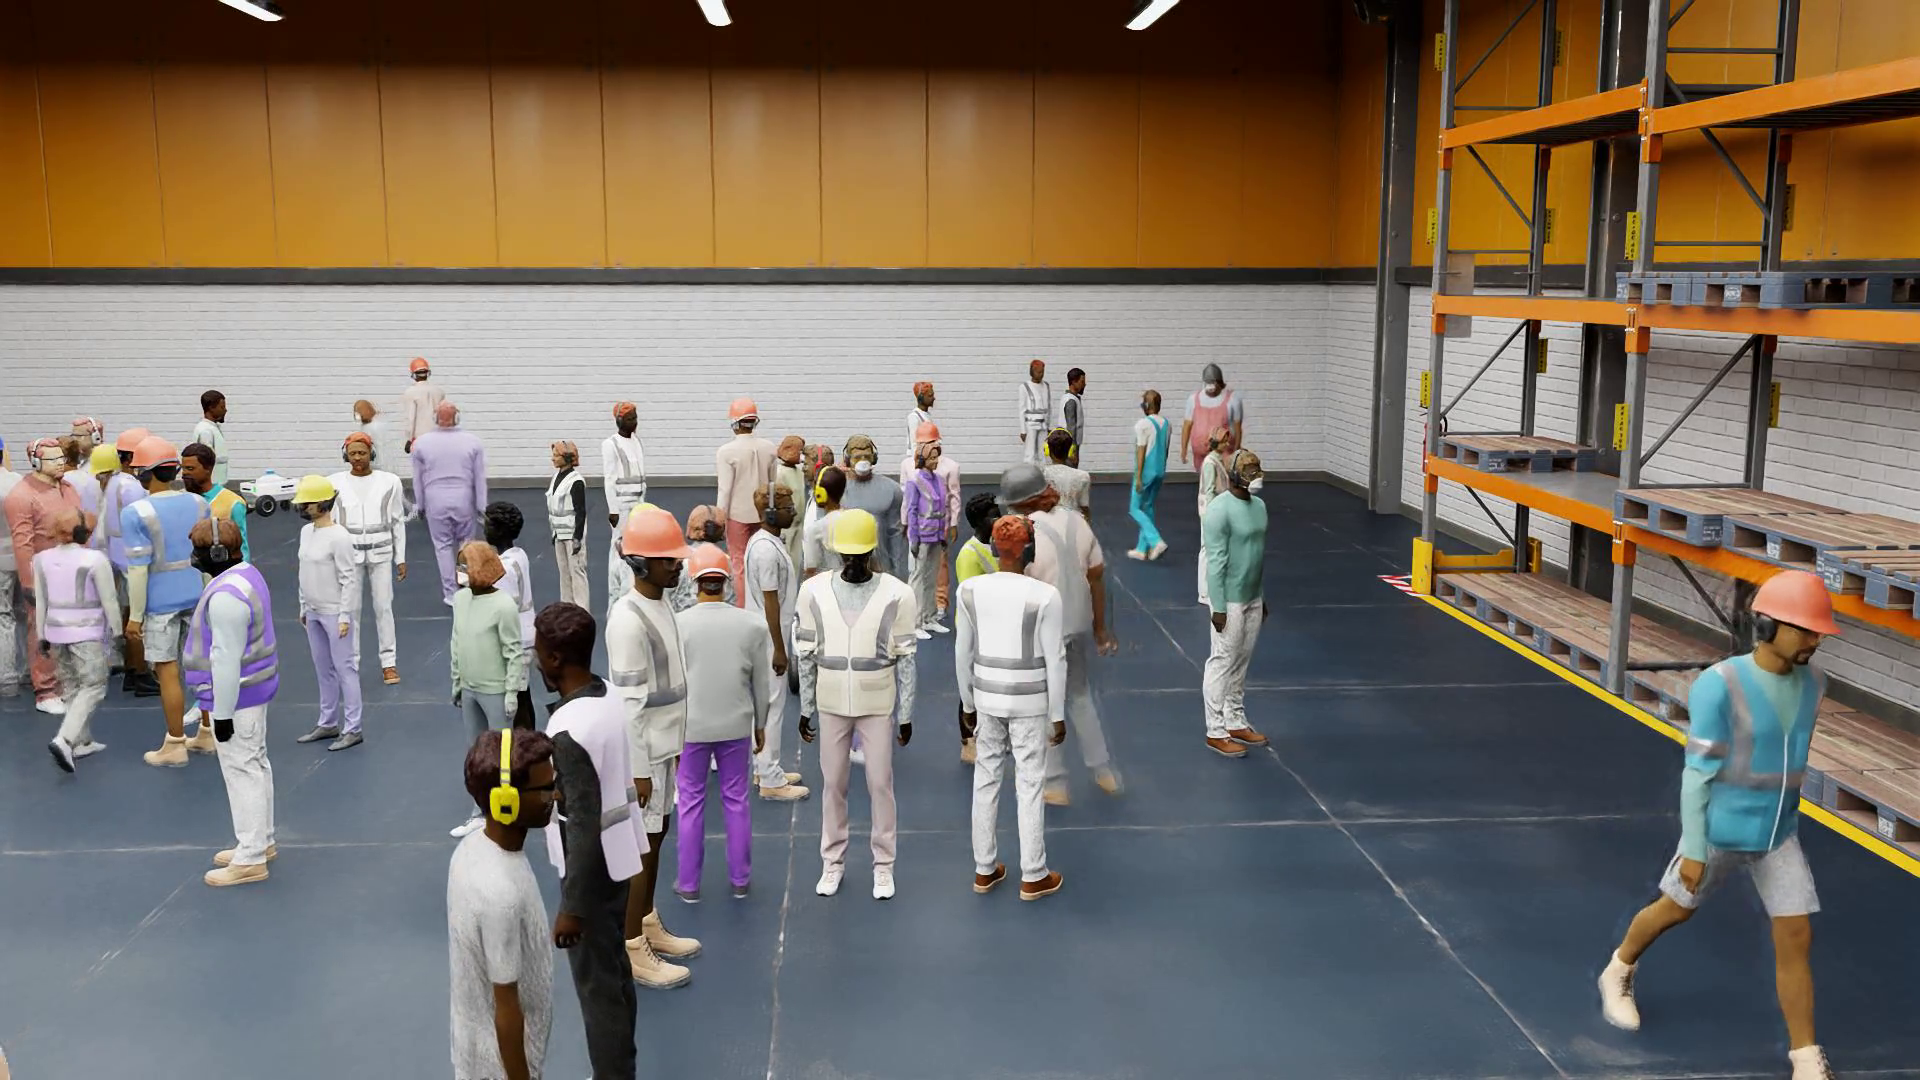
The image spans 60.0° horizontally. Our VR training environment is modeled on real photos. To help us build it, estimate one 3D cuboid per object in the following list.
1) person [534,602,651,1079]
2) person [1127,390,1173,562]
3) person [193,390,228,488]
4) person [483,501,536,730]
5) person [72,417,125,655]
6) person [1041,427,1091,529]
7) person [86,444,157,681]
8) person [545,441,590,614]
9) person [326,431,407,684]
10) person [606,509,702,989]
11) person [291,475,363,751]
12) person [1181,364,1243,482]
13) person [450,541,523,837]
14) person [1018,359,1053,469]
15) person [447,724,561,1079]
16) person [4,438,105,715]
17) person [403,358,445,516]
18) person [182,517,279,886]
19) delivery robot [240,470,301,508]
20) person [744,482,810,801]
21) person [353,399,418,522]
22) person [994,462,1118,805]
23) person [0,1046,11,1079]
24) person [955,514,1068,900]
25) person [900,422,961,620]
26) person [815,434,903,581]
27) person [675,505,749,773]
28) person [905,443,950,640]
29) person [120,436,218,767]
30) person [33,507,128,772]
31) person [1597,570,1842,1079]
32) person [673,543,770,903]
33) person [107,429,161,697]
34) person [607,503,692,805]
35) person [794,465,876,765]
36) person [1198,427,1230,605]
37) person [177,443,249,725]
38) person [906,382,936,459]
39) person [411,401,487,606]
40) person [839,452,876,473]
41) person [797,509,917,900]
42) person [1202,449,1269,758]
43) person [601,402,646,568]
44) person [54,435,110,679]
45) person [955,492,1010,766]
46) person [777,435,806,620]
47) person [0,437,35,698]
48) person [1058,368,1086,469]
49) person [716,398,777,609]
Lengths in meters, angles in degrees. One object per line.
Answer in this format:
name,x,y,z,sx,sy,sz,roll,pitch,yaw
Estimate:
person,-1.283,1.156,5.791,0.395,1.917,0.590,0,9,-3
person,2.000,-0.654,17.452,0.564,1.821,0.798,-6,11,-35
person,-7.318,-0.508,16.274,0.388,1.910,0.591,-3,10,-20
person,-2.684,0.610,9.906,0.319,1.697,0.532,-1,9,-8
person,-6.877,-0.026,13.243,0.652,1.906,0.405,4,10,23
person,0.755,0.067,12.773,0.531,1.871,0.322,-1,9,-4
person,-6.201,0.191,12.231,0.660,1.791,0.598,-5,10,-29
person,-3.313,-0.026,14.076,0.309,1.641,0.512,-7,11,-37
person,-4.386,0.142,12.262,0.584,1.882,0.348,-3,10,-20
person,-1.297,0.878,7.138,0.388,2.041,0.615,0,9,2
person,-4.059,0.460,10.636,0.529,1.767,0.308,7,11,36
person,3.003,-1.149,19.871,0.695,2.000,1.030,4,10,24
person,-2.527,0.809,8.850,0.509,1.632,0.268,7,11,36
person,1.039,-1.541,22.860,0.588,1.874,0.353,-8,12,-41
person,-1.184,1.400,4.410,0.310,1.868,0.533,-4,10,-23
person,-6.278,0.241,11.564,0.407,1.908,0.641,1,9,5
person,-6.744,-1.296,20.951,0.392,1.991,0.612,6,11,33
person,-3.644,0.792,8.335,0.429,1.837,0.626,-2,9,-15
delivery robot,-8.740,-0.650,21.098,0.477,0.478,0.707,6,11,32
person,-1.073,0.581,9.624,0.345,1.846,0.506,-2,9,-12
person,-6.839,-0.892,19.700,0.510,1.594,0.735,7,12,38
person,0.500,0.495,9.549,0.779,2.000,0.571,-8,12,-41
person,-3.125,1.353,4.998,0.561,1.781,0.967,2,9,15
person,0.256,0.808,8.080,0.575,1.883,0.355,5,10,26
person,-0.275,-0.167,14.599,0.565,1.752,0.338,3,9,17
person,-0.687,0.232,11.525,0.635,1.939,0.367,-3,10,-20
person,-1.544,0.599,10.159,0.514,1.639,0.310,7,12,39
person,-0.279,0.000,13.914,0.306,1.640,0.521,5,10,29
person,-4.889,0.381,10.259,0.394,2.044,0.609,4,10,24
person,-5.444,0.605,10.185,0.532,1.617,0.658,2,9,12
person,2.940,1.056,6.308,0.625,1.971,1.173,-3,9,-16
person,-1.203,0.883,8.059,0.573,1.741,0.355,-3,10,-20
person,-5.913,0.162,11.996,0.374,1.928,0.542,-8,12,-40
person,-1.770,0.652,9.497,0.486,1.744,0.294,0,9,1
person,-0.782,0.455,10.373,0.693,1.852,0.580,9,13,44
person,2.338,-0.220,15.295,0.307,1.639,0.525,3,9,16
person,-5.018,0.302,11.144,0.587,1.920,0.392,3,10,19
person,-0.395,-0.769,17.984,0.356,1.882,0.574,2,9,12
person,-4.679,-0.331,15.239,0.640,1.886,0.444,-4,10,-22
person,-0.757,0.192,12.352,0.331,1.750,0.572,-1,9,-5
person,-0.501,0.792,8.072,0.586,1.918,0.395,1,9,8
person,1.764,0.387,10.550,0.373,1.940,0.630,7,11,36
person,-3.025,-0.314,15.119,0.343,1.882,0.585,3,10,18
person,-6.633,0.132,12.483,0.350,1.837,0.511,3,10,20
person,0.141,0.546,10.306,0.318,1.697,0.535,3,9,17
person,-1.493,-0.113,14.674,0.277,1.629,0.504,4,10,23
person,-6.877,0.167,11.934,0.417,1.940,0.607,1,9,5
person,1.328,-1.115,20.051,0.370,1.915,0.597,0,9,1
person,-1.816,-0.202,14.078,0.625,1.991,0.395,-9,13,-44
